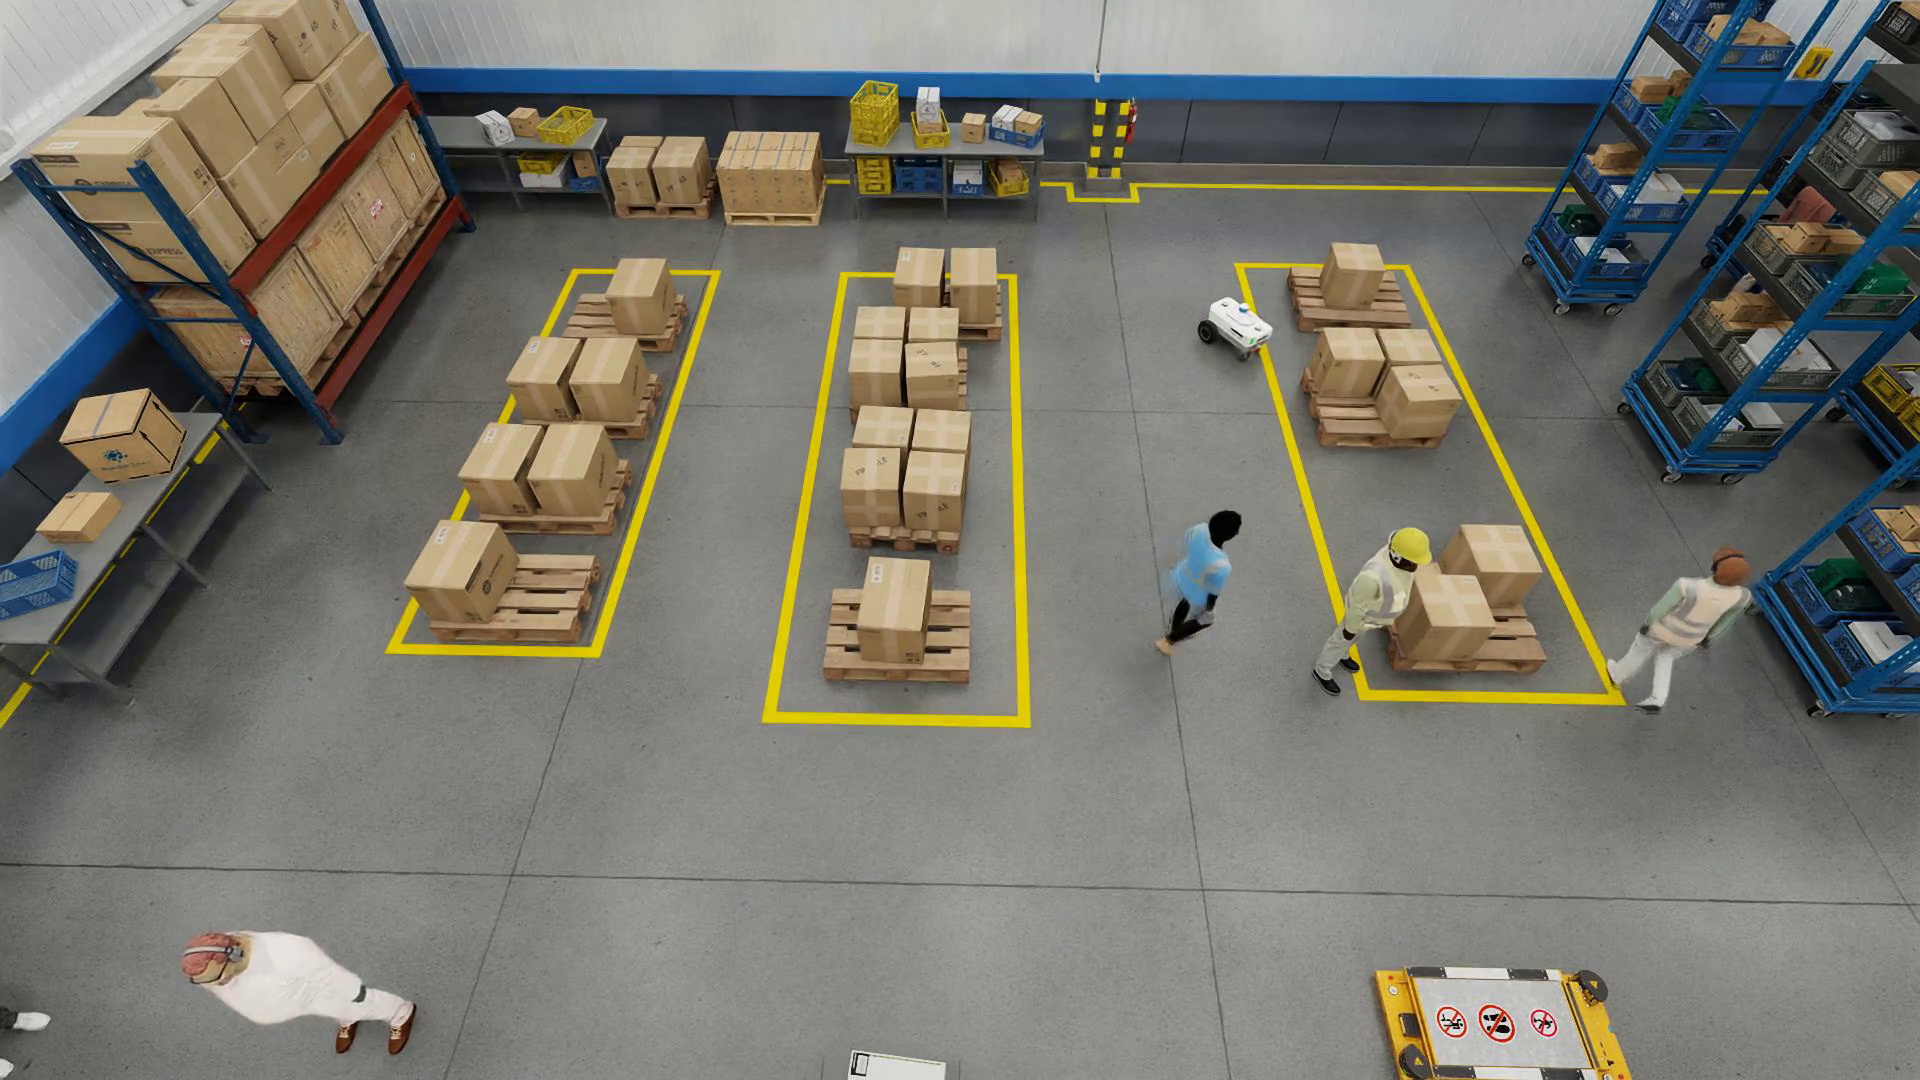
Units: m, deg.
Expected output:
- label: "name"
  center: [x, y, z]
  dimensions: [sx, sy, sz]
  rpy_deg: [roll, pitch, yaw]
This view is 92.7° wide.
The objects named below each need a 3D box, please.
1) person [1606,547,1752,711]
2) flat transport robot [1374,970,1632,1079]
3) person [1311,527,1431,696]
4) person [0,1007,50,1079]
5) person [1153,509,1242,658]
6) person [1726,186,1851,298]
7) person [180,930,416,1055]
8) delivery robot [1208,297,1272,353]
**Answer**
- label: "person"
  center: [5.492, 0.743, 6.999]
  dimensions: [0.515, 1.616, 0.538]
  rpy_deg: [11, 52, 9]
- label: "flat transport robot"
  center: [3.501, 3.133, 5.914]
  dimensions: [1.431, 0.197, 0.652]
  rpy_deg: [1, 51, 1]
- label: "person"
  center: [3.158, 0.529, 7.035]
  dimensions: [0.589, 1.834, 0.403]
  rpy_deg: [-35, 59, -25]
- label: "person"
  center: [-6.213, 2.712, 5.213]
  dimensions: [0.414, 1.906, 0.598]
  rpy_deg: [5, 51, 4]
- label: "person"
  center: [1.862, 0.369, 7.257]
  dimensions: [0.412, 1.679, 0.544]
  rpy_deg: [-11, 52, -8]
- label: "person"
  center: [9.050, -3.163, 9.952]
  dimensions: [0.413, 1.984, 0.624]
  rpy_deg: [-19, 53, -15]
- label: "person"
  center: [-3.811, 2.623, 5.291]
  dimensions: [0.656, 1.899, 0.396]
  rpy_deg: [2, 51, 2]
- label: "delivery robot"
  center: [3.108, -2.400, 10.184]
  dimensions: [0.477, 0.478, 0.707]
  rpy_deg: [-27, 56, -20]
